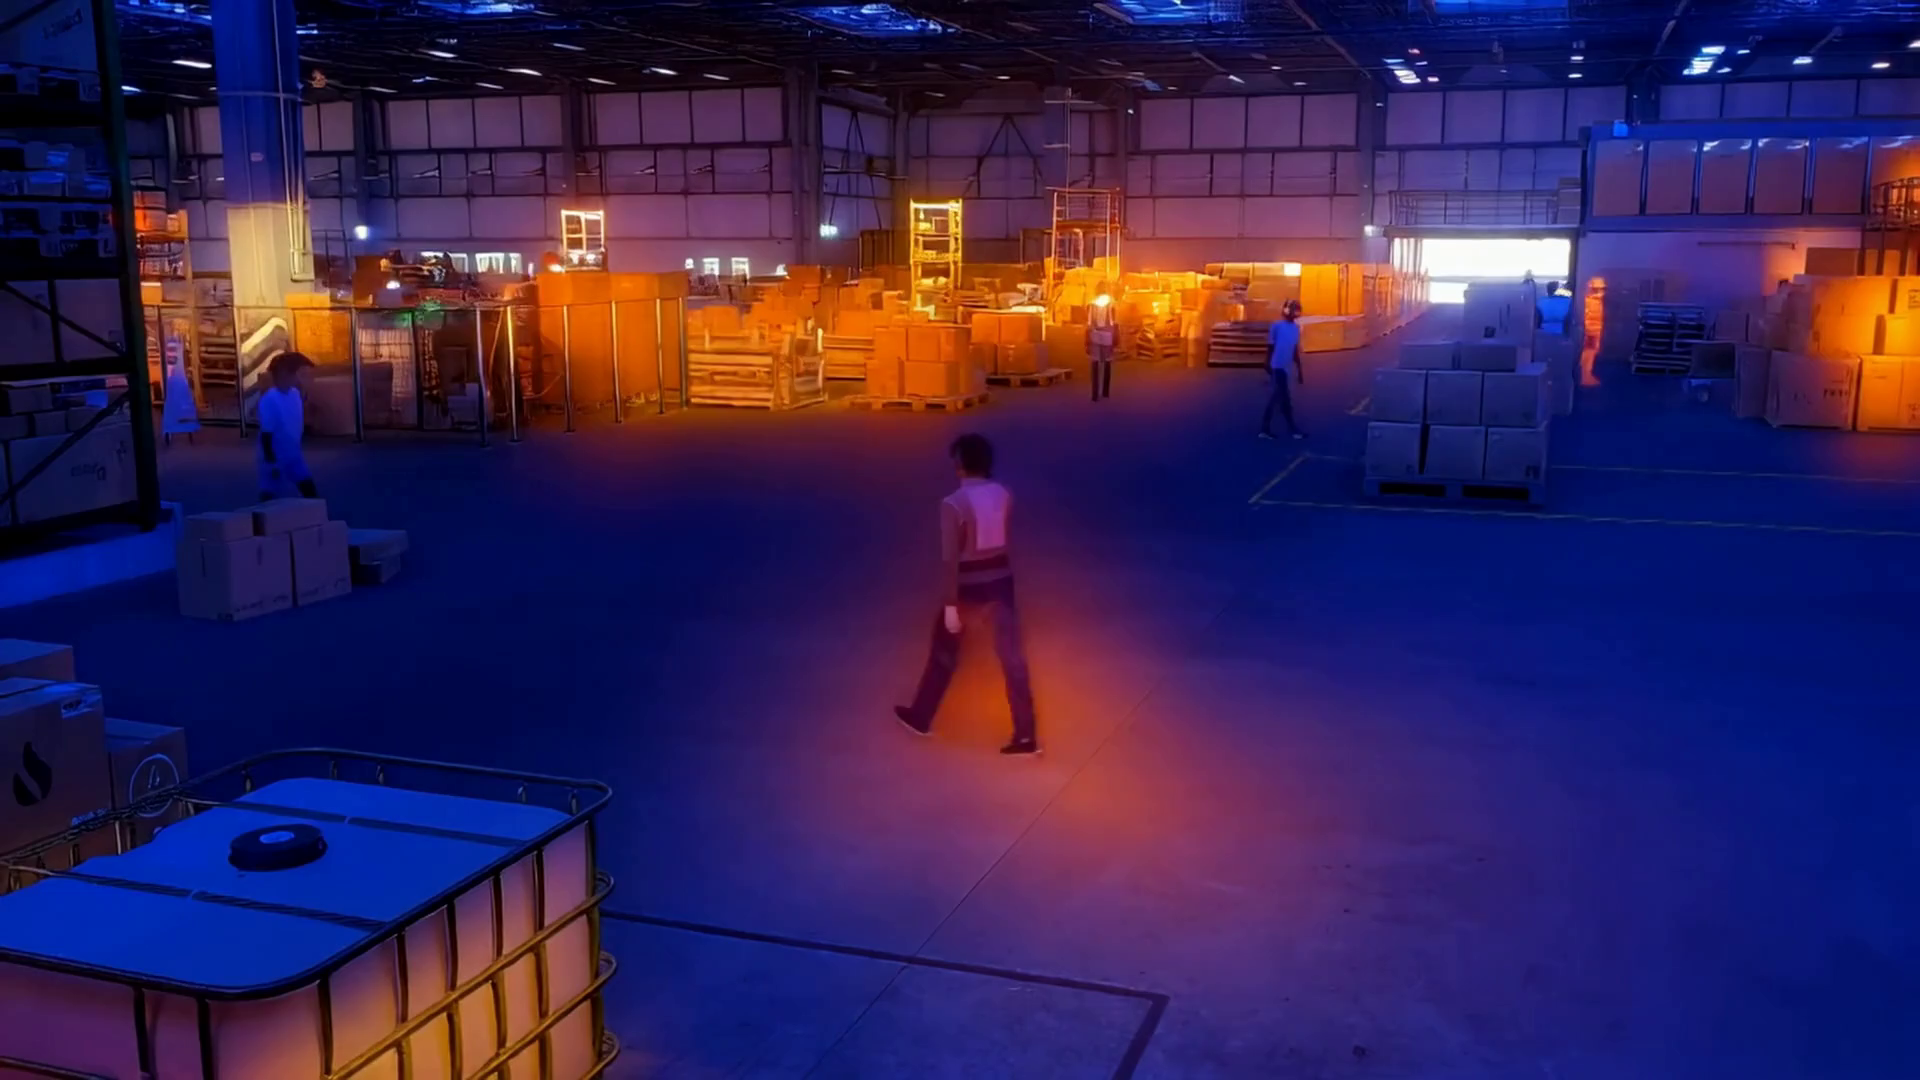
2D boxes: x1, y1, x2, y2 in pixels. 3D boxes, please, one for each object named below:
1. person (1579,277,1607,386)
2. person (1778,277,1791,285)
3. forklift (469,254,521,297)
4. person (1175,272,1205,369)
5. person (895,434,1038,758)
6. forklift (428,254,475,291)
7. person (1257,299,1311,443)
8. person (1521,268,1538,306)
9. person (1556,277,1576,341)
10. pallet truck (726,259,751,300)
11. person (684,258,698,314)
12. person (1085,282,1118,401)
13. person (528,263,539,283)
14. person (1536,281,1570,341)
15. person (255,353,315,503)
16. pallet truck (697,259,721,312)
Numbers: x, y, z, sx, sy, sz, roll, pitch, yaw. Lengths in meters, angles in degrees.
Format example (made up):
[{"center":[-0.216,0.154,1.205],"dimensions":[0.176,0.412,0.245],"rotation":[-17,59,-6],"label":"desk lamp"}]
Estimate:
[{"center":[11.332,-3.725,29.726],"dimensions":[0.542,1.930,0.374],"rotation":[-8,13,-39],"label":"person"},{"center":[16.723,-4.450,34.054],"dimensions":[0.783,1.850,0.516],"rotation":[6,11,29],"label":"person"},{"center":[-17.990,-10.121,64.684],"dimensions":[1.157,1.987,2.680],"rotation":[3,11,17],"label":"forklift"},{"center":[4.657,-4.440,33.672],"dimensions":[0.603,1.959,0.375],"rotation":[-2,10,-12],"label":"person"},{"center":[0.060,0.267,8.223],"dimensions":[0.514,1.579,0.926],"rotation":[-10,14,-43],"label":"person"},{"center":[-20.133,-10.254,65.465],"dimensions":[1.157,1.987,2.680],"rotation":[3,11,19],"label":"forklift"},{"center":[4.164,-2.147,21.152],"dimensions":[0.520,1.814,0.953],"rotation":[-9,13,-41],"label":"person"},{"center":[16.197,-6.838,47.526],"dimensions":[0.539,1.832,0.483],"rotation":[-2,10,-13],"label":"person"},{"center":[13.975,-5.203,38.509],"dimensions":[0.533,1.753,0.439],"rotation":[5,11,25],"label":"person"},{"center":[-7.986,-9.493,62.019],"dimensions":[0.823,1.965,1.885],"rotation":[3,11,17],"label":"pallet truck"},{"center":[-9.350,-8.715,57.546],"dimensions":[0.406,2.034,0.608],"rotation":[7,12,35],"label":"person"},{"center":[2.300,-3.230,27.009],"dimensions":[0.550,1.913,0.866],"rotation":[2,10,12],"label":"person"},{"center":[-14.959,-8.855,58.769],"dimensions":[0.764,1.878,0.659],"rotation":[-2,10,-9],"label":"person"},{"center":[10.340,-3.572,29.017],"dimensions":[0.586,1.887,0.957],"rotation":[1,10,5],"label":"person"},{"center":[-5.394,-0.676,13.337],"dimensions":[0.622,1.653,0.549],"rotation":[2,10,9],"label":"person"},{"center":[-9.165,-9.627,62.776],"dimensions":[0.823,1.965,1.885],"rotation":[4,11,23],"label":"pallet truck"}]
